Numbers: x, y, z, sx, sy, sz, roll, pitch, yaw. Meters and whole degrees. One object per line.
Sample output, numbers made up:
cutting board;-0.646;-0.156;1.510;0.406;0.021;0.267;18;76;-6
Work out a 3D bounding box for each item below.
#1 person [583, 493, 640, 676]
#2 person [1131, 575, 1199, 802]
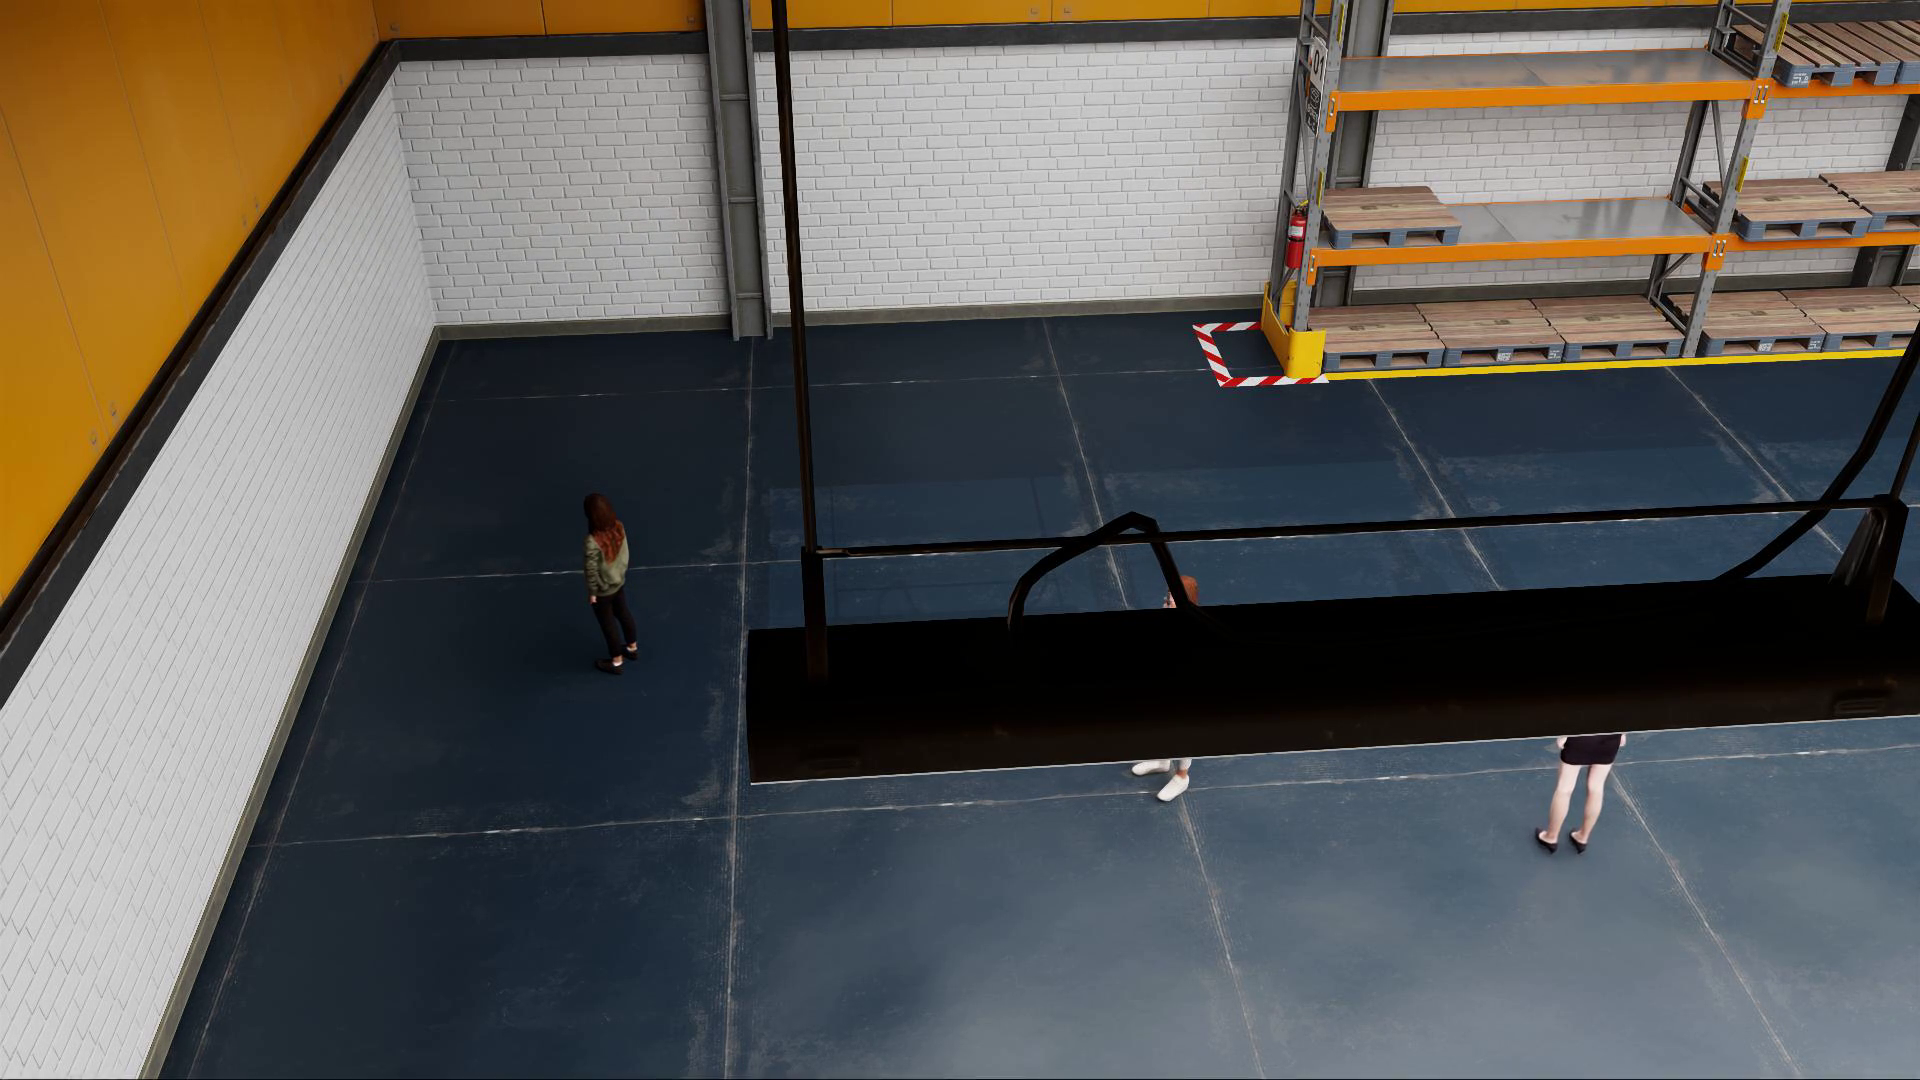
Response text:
person;-2.545;0.306;12.042;0.636;1.475;0.642;12;35;17
person;1.415;0.937;10.886;0.662;1.703;0.686;-18;37;-24
